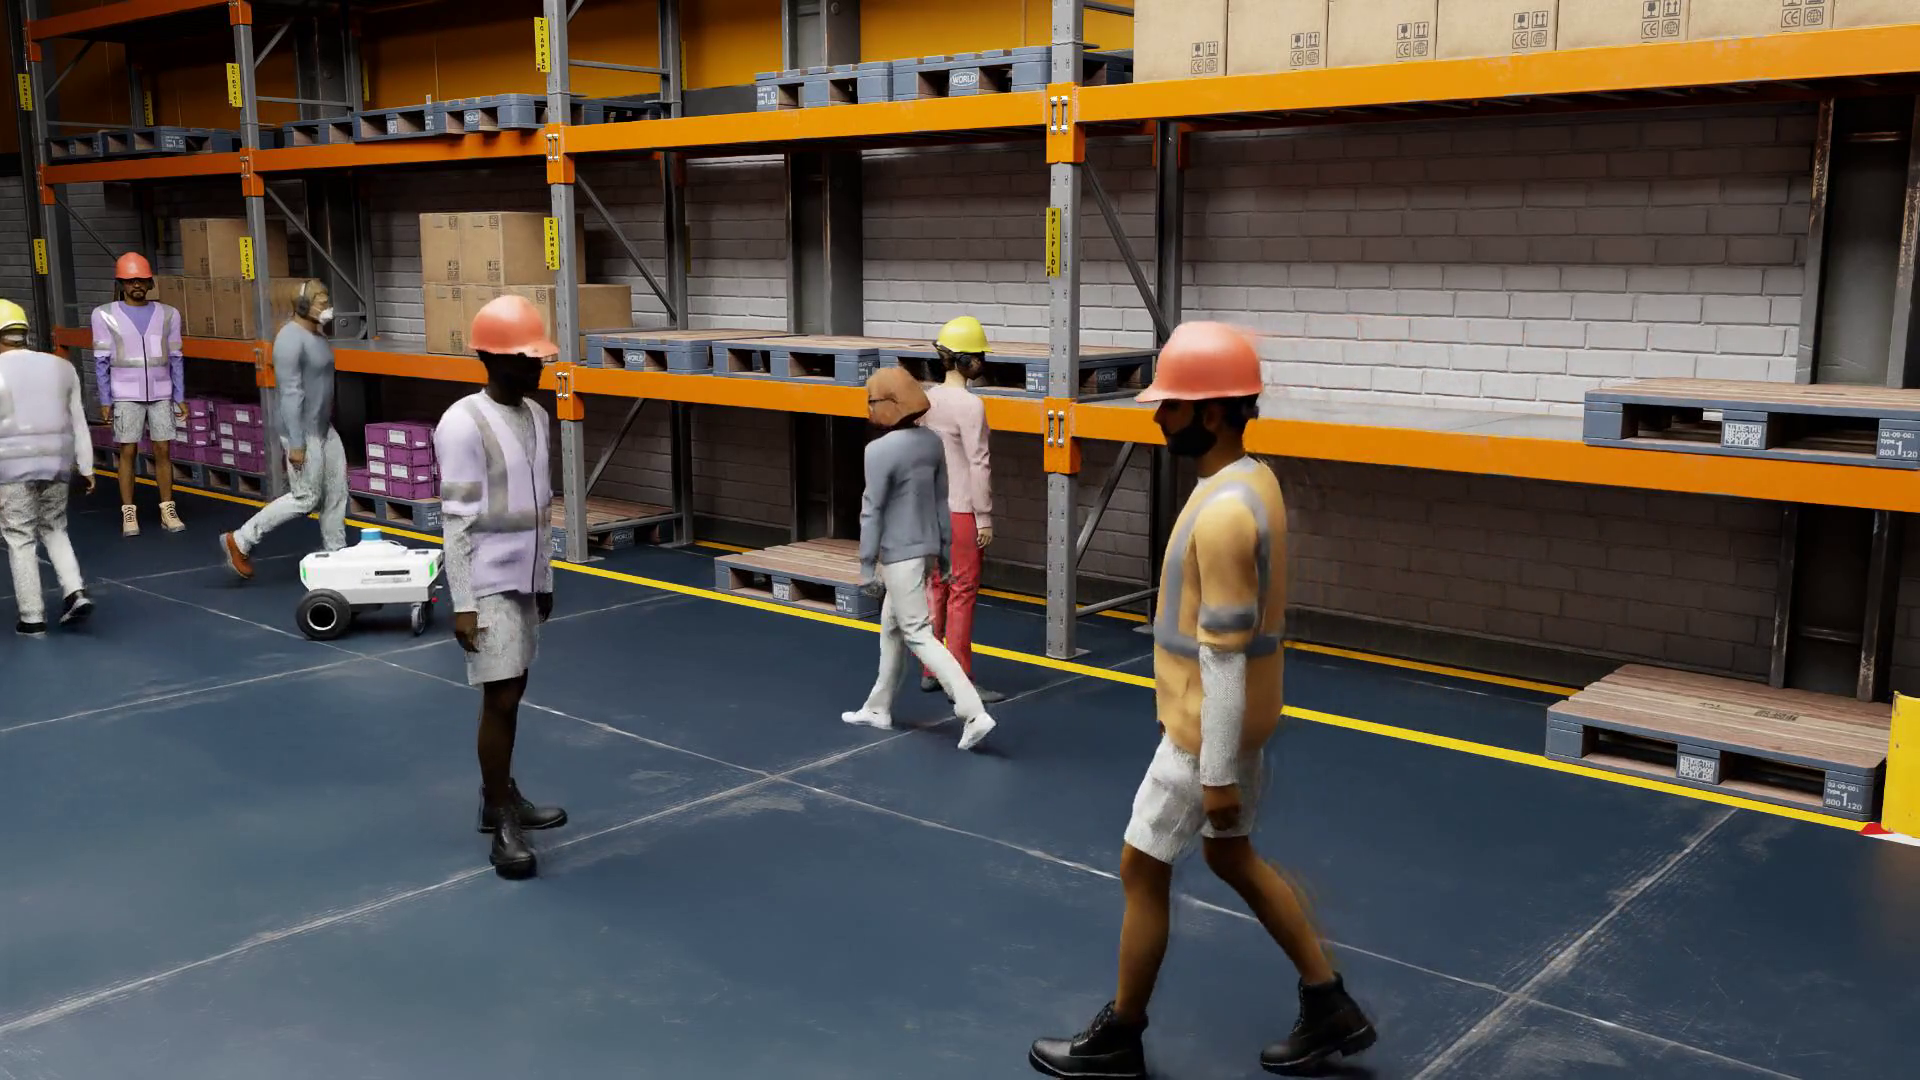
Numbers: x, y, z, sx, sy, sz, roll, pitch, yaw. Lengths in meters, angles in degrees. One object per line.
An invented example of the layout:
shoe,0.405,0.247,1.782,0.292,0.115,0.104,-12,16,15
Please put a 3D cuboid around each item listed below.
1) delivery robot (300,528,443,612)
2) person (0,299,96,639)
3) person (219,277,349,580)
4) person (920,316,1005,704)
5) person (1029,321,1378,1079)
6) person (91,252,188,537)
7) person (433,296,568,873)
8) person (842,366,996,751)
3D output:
delivery robot,-3.181,0.179,9.023,0.707,0.478,0.477,-2,10,-10
person,-4.976,-0.375,8.885,0.471,1.806,0.647,8,12,37
person,-4.062,-0.640,10.135,0.811,1.912,0.636,-1,10,-4
person,0.004,-0.135,7.630,0.314,1.767,0.534,-5,11,-28
person,0.627,0.424,4.053,0.835,1.910,0.553,3,10,18
person,-5.919,-1.052,12.062,0.606,2.044,0.373,-8,13,-39
person,-1.540,0.145,5.638,0.473,1.919,0.615,3,10,17
person,-0.184,0.074,6.923,0.829,1.596,0.510,6,12,32
